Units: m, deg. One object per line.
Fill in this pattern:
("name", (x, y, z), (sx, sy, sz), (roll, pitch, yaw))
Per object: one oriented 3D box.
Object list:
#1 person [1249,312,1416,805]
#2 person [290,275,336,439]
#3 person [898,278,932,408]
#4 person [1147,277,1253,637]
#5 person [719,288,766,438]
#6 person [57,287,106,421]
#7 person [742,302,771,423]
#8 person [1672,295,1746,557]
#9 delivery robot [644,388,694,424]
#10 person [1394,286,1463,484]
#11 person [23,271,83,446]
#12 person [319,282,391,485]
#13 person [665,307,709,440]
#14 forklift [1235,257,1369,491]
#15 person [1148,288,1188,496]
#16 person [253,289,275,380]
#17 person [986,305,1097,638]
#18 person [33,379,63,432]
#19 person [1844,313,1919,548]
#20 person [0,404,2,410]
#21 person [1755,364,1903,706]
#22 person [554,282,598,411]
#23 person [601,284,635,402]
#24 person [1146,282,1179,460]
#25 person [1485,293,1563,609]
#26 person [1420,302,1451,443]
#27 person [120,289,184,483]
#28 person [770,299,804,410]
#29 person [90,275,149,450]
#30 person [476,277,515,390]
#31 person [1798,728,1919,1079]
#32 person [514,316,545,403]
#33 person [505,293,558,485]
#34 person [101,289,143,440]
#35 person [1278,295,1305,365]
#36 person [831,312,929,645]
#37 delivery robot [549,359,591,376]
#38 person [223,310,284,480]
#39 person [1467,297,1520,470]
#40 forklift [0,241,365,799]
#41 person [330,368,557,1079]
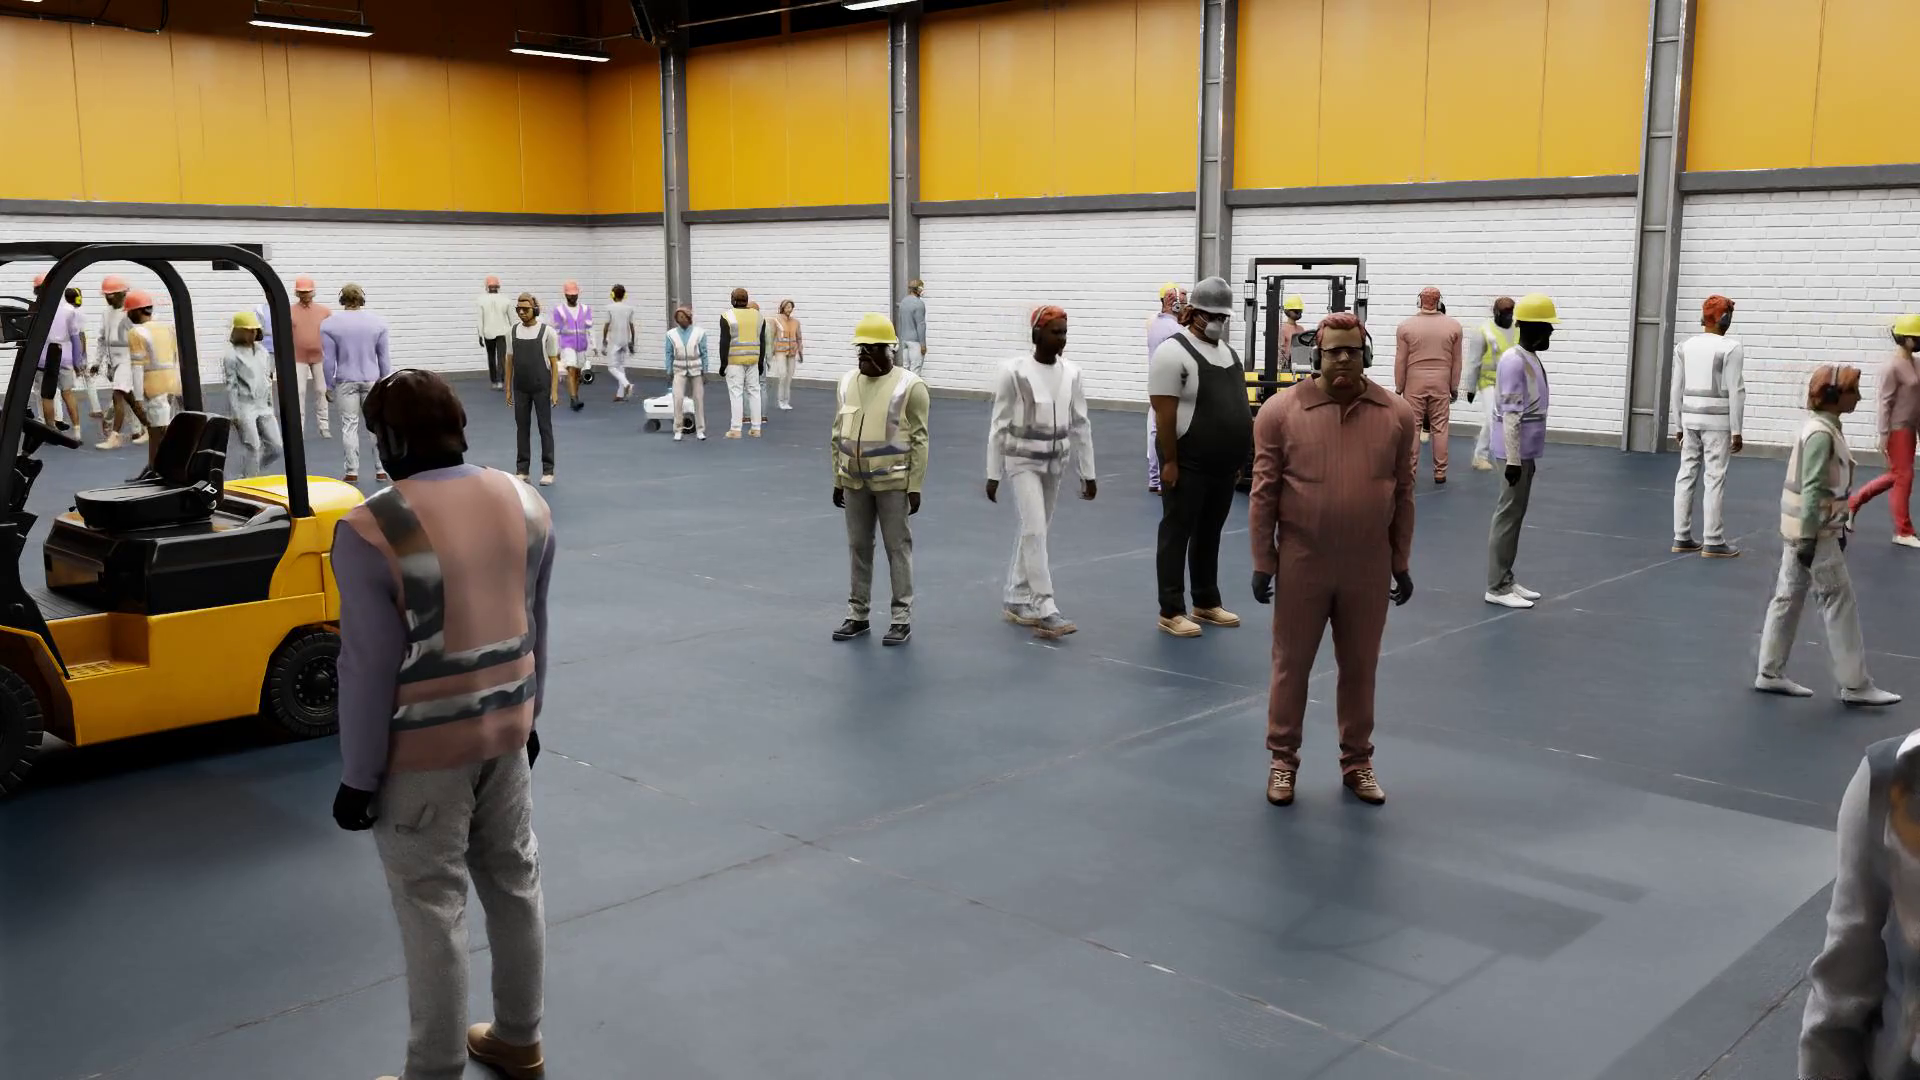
("person", (1.445, 0.079, 6.436), (0.651, 1.907, 0.409), (0, 9, -1))
("person", (-7.914, -2.212, 20.222), (0.622, 1.990, 0.402), (-5, 10, -27))
("person", (-0.690, -2.935, 24.834), (0.375, 1.936, 0.627), (-5, 11, -30))
("person", (1.409, -0.482, 9.470), (0.672, 2.000, 0.536), (-9, 13, -44))
("person", (-2.688, -2.172, 20.440), (0.633, 1.841, 0.429), (-7, 11, -36))
("person", (-12.174, -2.546, 22.806), (0.518, 1.825, 0.920), (2, 9, 13))
("person", (-2.784, -2.385, 22.378), (0.507, 1.633, 0.277), (-4, 10, -22))
("person", (5.404, -0.818, 12.001), (0.356, 1.887, 0.573), (-5, 10, -27))
("delivery robot", (-3.635, -1.683, 21.085), (0.707, 0.478, 0.477), (0, 9, 3))
("person", (4.499, -1.488, 16.045), (0.643, 1.909, 0.410), (1, 9, 3))
("person", (-10.643, -2.114, 19.494), (0.408, 2.049, 0.614), (8, 12, 40))
("person", (-5.803, -1.499, 16.013), (0.629, 1.940, 0.379), (-4, 10, -26))
("person", (-3.272, -1.984, 19.973), (0.514, 1.608, 0.486), (0, 9, -2))
("forklift", (3.309, -1.629, 16.029), (1.214, 2.155, 2.313), (2, 9, 11))
("person", (1.942, -1.351, 15.237), (0.403, 1.899, 0.645), (-2, 9, -11))
("person", (-9.458, -2.636, 23.001), (0.547, 1.934, 0.375), (-4, 10, -21))
("person", (0.497, -0.382, 9.403), (0.623, 1.854, 0.864), (-6, 11, -34))
("person", (-11.531, -2.143, 20.899), (0.506, 1.633, 0.279), (3, 10, 16))
("person", (7.024, -0.838, 12.527), (0.524, 1.744, 0.723), (-7, 12, -39))
("person", (-7.654, -0.943, 12.885), (0.392, 1.847, 0.563), (-3, 10, -19))
("person", (4.192, -0.016, 7.885), (0.724, 1.610, 0.540), (5, 10, 26))
("person", (-5.632, -2.831, 24.362), (0.565, 1.880, 1.009), (-5, 11, -30))
("person", (-5.252, -3.027, 25.664), (0.542, 1.851, 0.650), (-9, 13, -43))
("person", (2.239, -1.818, 18.010), (0.373, 1.923, 0.595), (7, 11, 35))
("person", (3.470, -0.552, 10.245), (0.383, 1.924, 0.594), (5, 10, 27))
("person", (5.670, -2.002, 19.865), (0.537, 1.691, 0.321), (-3, 10, -18))
("person", (-7.492, -1.414, 15.684), (0.941, 1.891, 0.592), (2, 9, 9))
("person", (-2.521, -2.709, 24.371), (0.551, 1.619, 0.472), (-7, 12, -39))
("person", (-9.739, -2.054, 19.292), (0.652, 2.010, 0.890), (6, 11, 32))
("person", (-7.974, -3.551, 28.628), (0.632, 1.939, 1.069), (-2, 9, -13))
("person", (1.313, 0.842, 1.985), (0.594, 1.832, 0.403), (7, 12, 37))
("person", (-6.643, -2.912, 25.666), (0.507, 1.607, 0.681), (4, 10, 21))
("person", (-4.096, -1.436, 15.916), (0.509, 1.844, 0.329), (1, 9, 6))
("person", (-10.067, -2.097, 20.014), (0.625, 1.841, 0.529), (4, 10, 24))
("person", (3.809, -1.925, 19.153), (0.314, 1.769, 0.523), (9, 13, 43))
("person", (-0.463, -0.336, 9.209), (0.591, 1.833, 0.403), (5, 10, 26))
("delivery robot", (-6.990, -3.103, 29.792), (0.707, 0.478, 0.477), (-6, 11, -32))
("person", (-6.088, -1.113, 14.298), (0.408, 1.724, 0.500), (3, 10, 20))
("person", (5.465, -1.553, 16.824), (0.628, 1.797, 0.957), (-4, 10, -23))
("forklift", (-3.706, -0.171, 7.093), (1.214, 2.155, 2.313), (9, 13, 43))
("person", (-1.269, 0.502, 4.068), (0.430, 1.838, 0.619), (6, 11, 31))
